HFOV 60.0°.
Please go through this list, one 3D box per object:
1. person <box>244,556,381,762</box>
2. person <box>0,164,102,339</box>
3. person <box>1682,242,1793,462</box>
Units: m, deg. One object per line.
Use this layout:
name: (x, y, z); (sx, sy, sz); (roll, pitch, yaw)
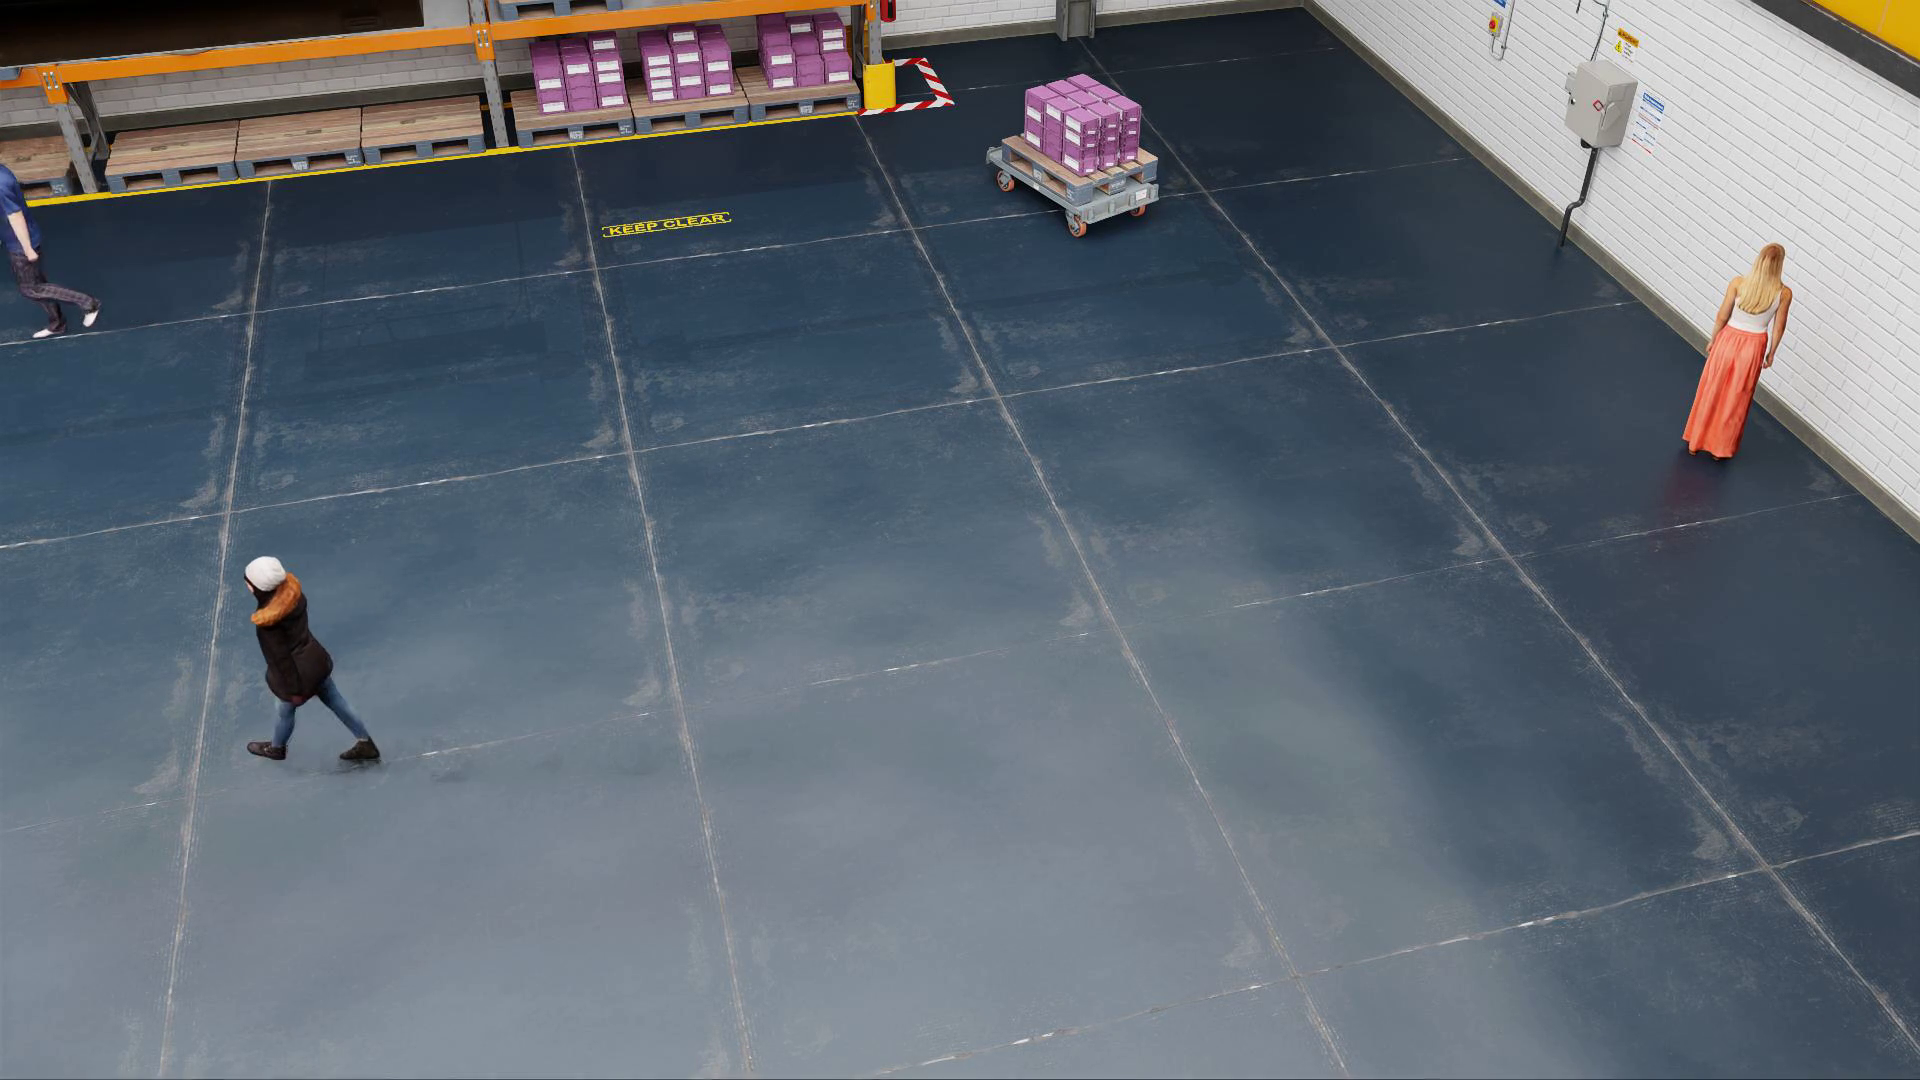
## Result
person: (-3.887, 0.766, 9.958); (1.122, 1.592, 0.851); (2, 39, 3)
person: (-7.709, -2.514, 13.859); (0.909, 1.850, 0.785); (-19, 42, -22)
person: (5.862, -1.415, 12.521); (0.729, 1.801, 0.783); (21, 43, 24)
